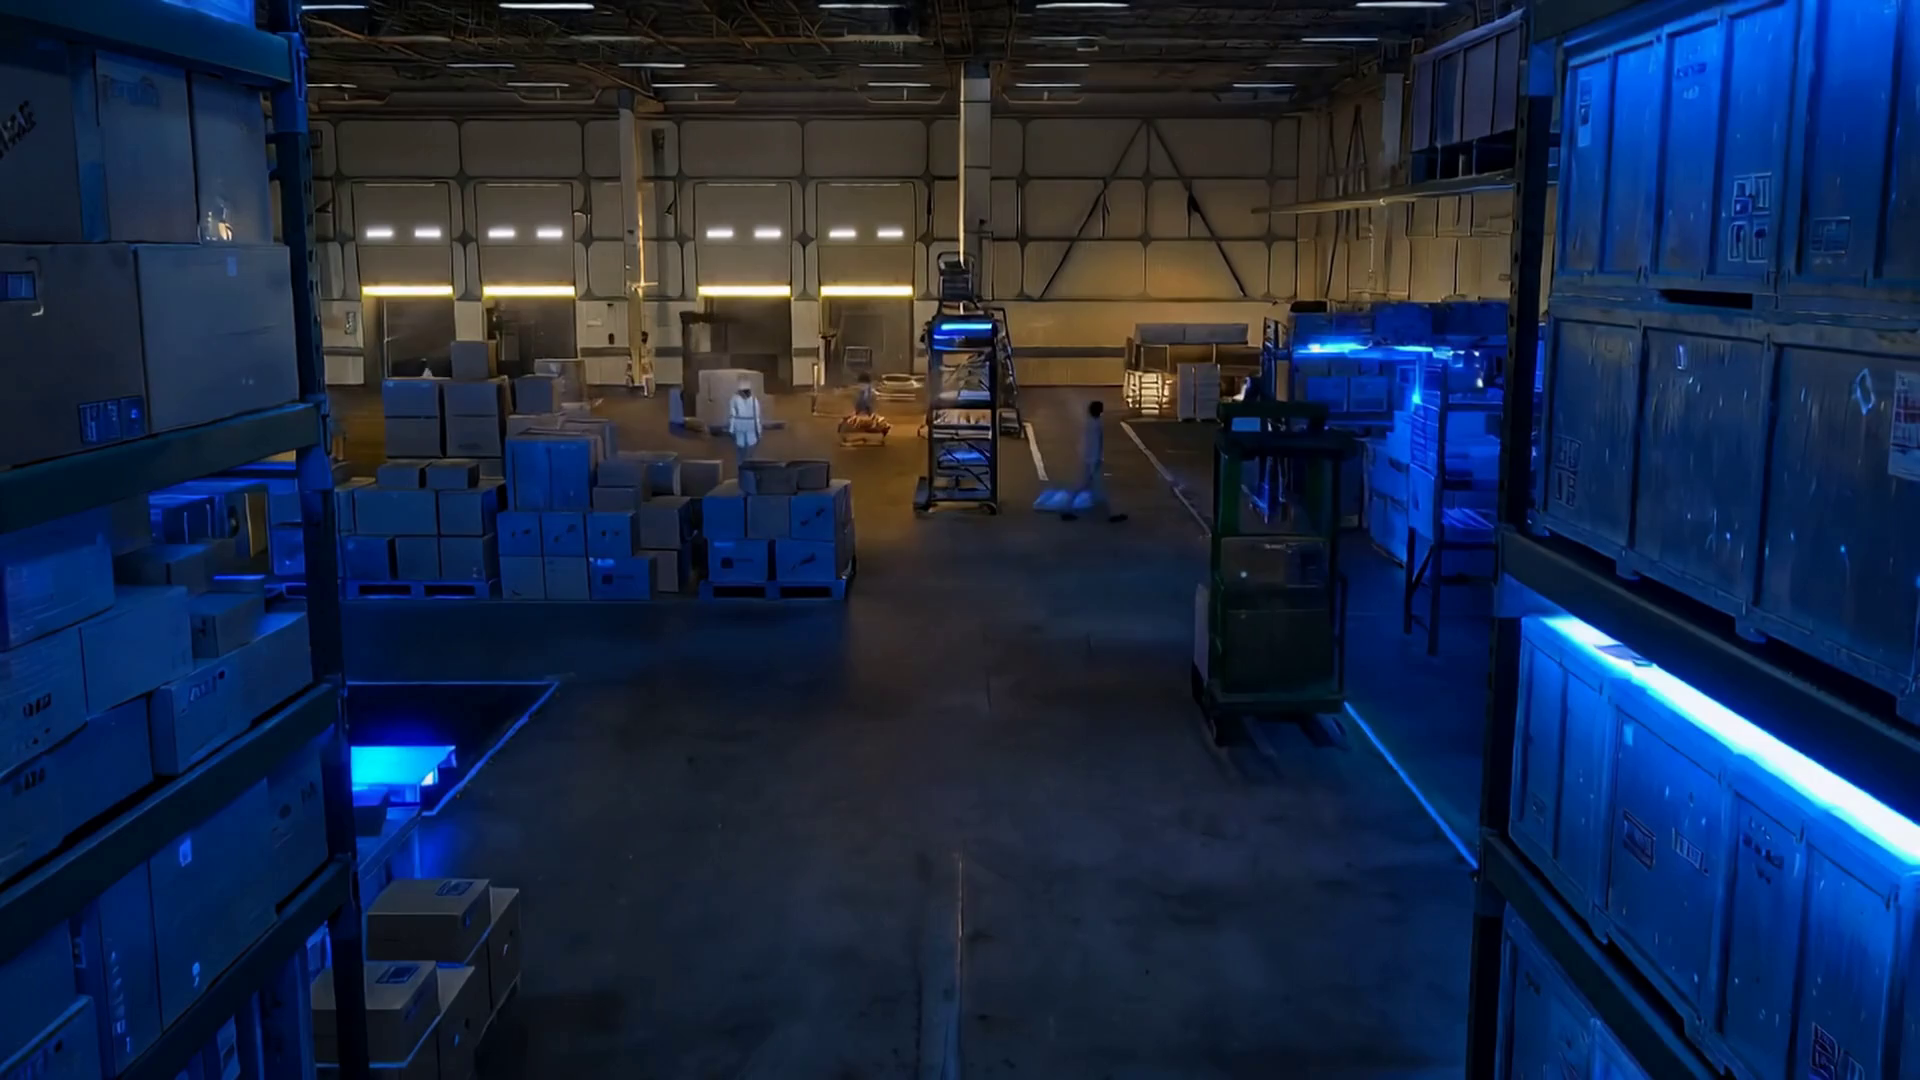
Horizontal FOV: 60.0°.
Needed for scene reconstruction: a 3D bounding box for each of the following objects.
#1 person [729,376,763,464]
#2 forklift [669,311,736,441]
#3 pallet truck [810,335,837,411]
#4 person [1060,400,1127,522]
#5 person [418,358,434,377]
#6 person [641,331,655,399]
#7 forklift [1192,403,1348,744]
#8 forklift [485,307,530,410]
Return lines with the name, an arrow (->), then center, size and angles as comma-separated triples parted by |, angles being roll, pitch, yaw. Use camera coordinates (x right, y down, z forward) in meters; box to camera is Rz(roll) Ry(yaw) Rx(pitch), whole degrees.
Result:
person -> -3.842, -1.987, 29.955 | 0.572, 1.908, 0.725 | -3, 10, -15
forklift -> -5.723, -3.678, 36.924 | 1.129, 2.768, 1.873 | -5, 11, -27
pallet truck -> -3.021, -4.312, 43.126 | 1.885, 1.965, 0.823 | 3, 10, 17
person -> 2.017, -1.206, 25.535 | 1.044, 1.891, 0.643 | -1, 10, -6
person -> -11.506, -3.000, 35.910 | 0.424, 1.873, 0.599 | -6, 12, -32
person -> -8.842, -4.960, 47.071 | 0.386, 1.929, 0.544 | -8, 13, -38
forklift -> 2.697, 0.191, 14.600 | 1.129, 2.768, 1.873 | 0, 10, 1
forklift -> -10.754, -4.150, 39.646 | 1.129, 2.768, 1.873 | 0, 10, 1
